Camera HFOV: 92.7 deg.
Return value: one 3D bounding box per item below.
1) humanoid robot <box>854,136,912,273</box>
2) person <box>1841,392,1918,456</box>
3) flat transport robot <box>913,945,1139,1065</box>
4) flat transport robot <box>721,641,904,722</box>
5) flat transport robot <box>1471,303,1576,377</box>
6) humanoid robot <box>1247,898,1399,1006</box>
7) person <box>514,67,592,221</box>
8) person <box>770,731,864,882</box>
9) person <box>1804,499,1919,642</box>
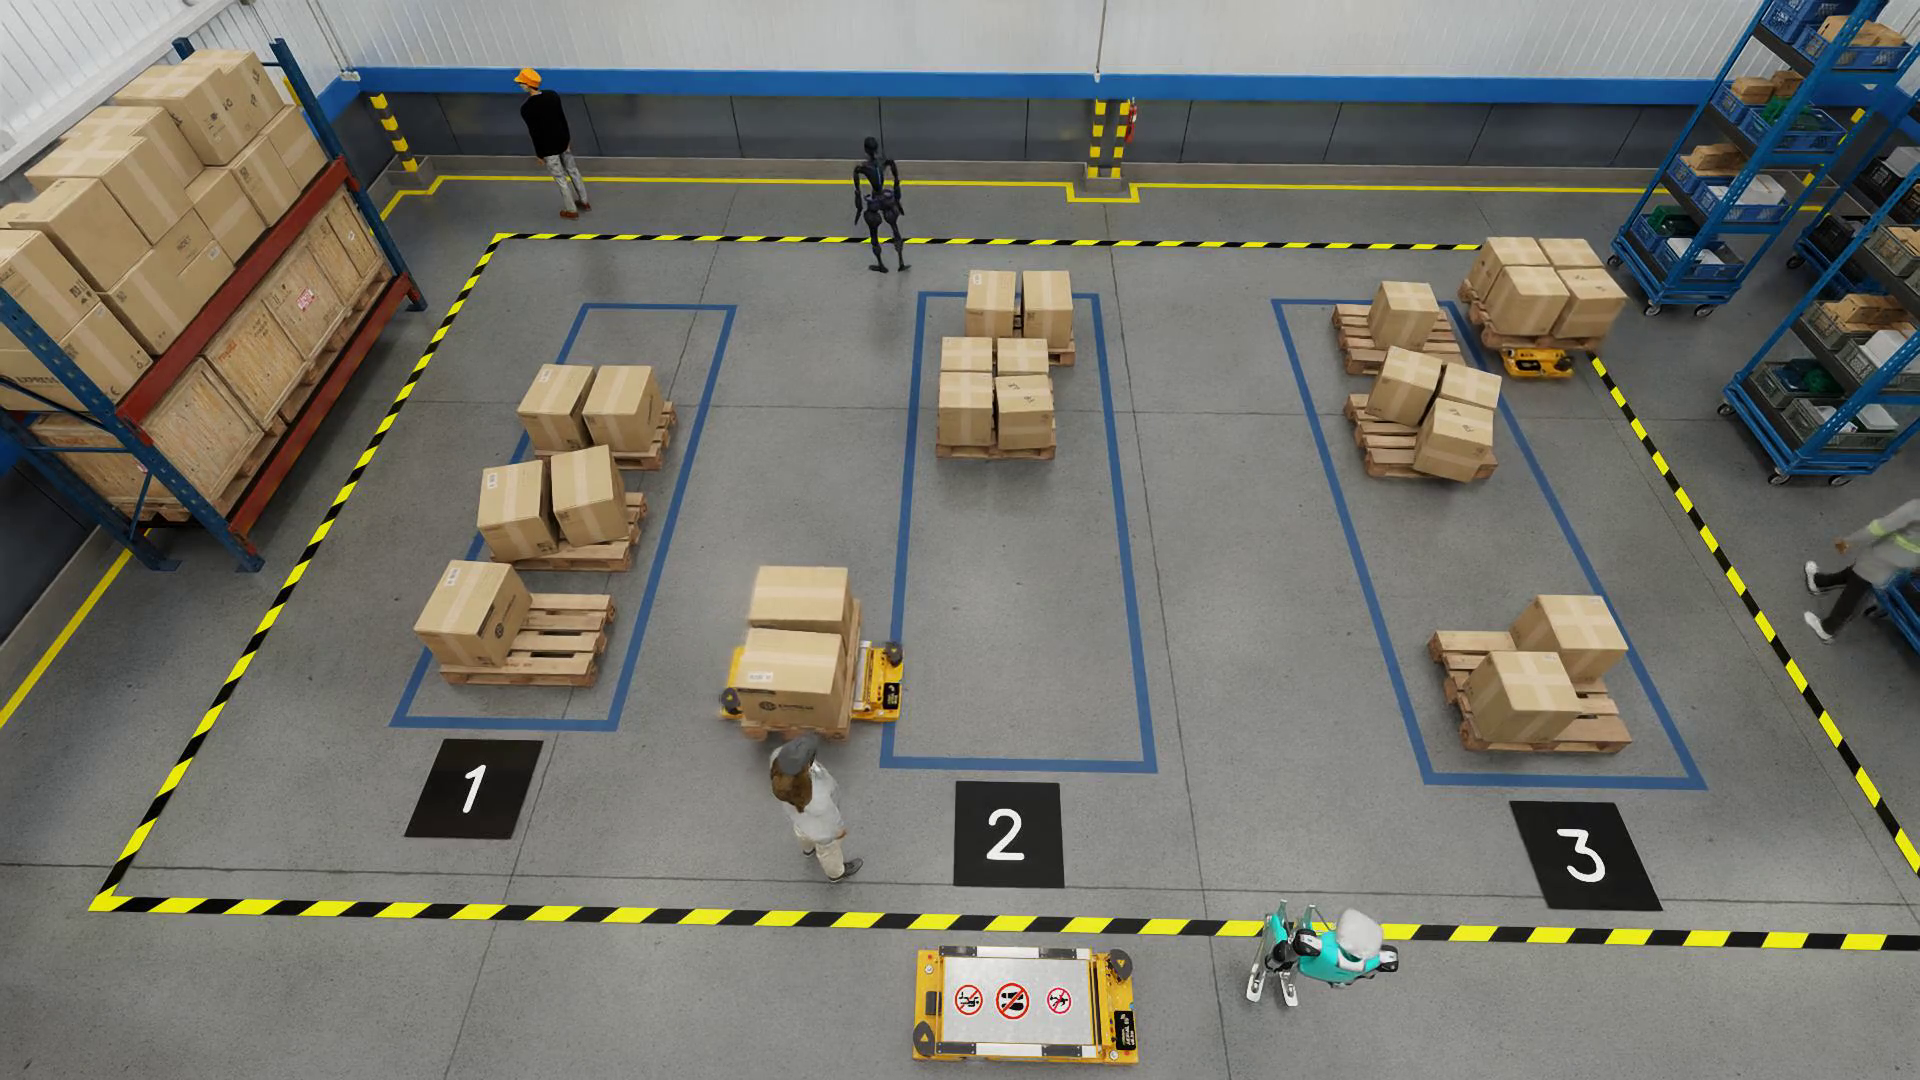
[{"bbox_3d":[-0.916,-3.867,10.733,0.604,1.648,0.464,-18,53,-14],"label":"humanoid robot"},{"bbox_3d":[9.288,-1.768,8.880,0.645,1.896,0.909,-17,53,-13],"label":"person"},{"bbox_3d":[0.422,3.041,6.007,1.431,0.231,0.659,1,51,1],"label":"flat transport robot"},{"bbox_3d":[-1.194,1.145,7.534,1.431,0.197,0.652,1,51,1],"label":"flat transport robot"},{"bbox_3d":[6.376,-2.402,10.426,0.652,0.197,1.431,1,51,1],"label":"flat transport robot"},{"bbox_3d":[2.111,2.379,5.512,0.533,1.677,0.735,9,51,7],"label":"humanoid robot"},{"bbox_3d":[-5.086,-4.931,11.463,0.353,1.884,0.589,21,54,17],"label":"person"},{"bbox_3d":[-0.977,1.793,6.055,0.564,1.769,0.396,38,60,26],"label":"person"},{"bbox_3d":[7.550,0.008,7.482,0.607,1.814,0.876,4,51,3],"label":"person"}]
